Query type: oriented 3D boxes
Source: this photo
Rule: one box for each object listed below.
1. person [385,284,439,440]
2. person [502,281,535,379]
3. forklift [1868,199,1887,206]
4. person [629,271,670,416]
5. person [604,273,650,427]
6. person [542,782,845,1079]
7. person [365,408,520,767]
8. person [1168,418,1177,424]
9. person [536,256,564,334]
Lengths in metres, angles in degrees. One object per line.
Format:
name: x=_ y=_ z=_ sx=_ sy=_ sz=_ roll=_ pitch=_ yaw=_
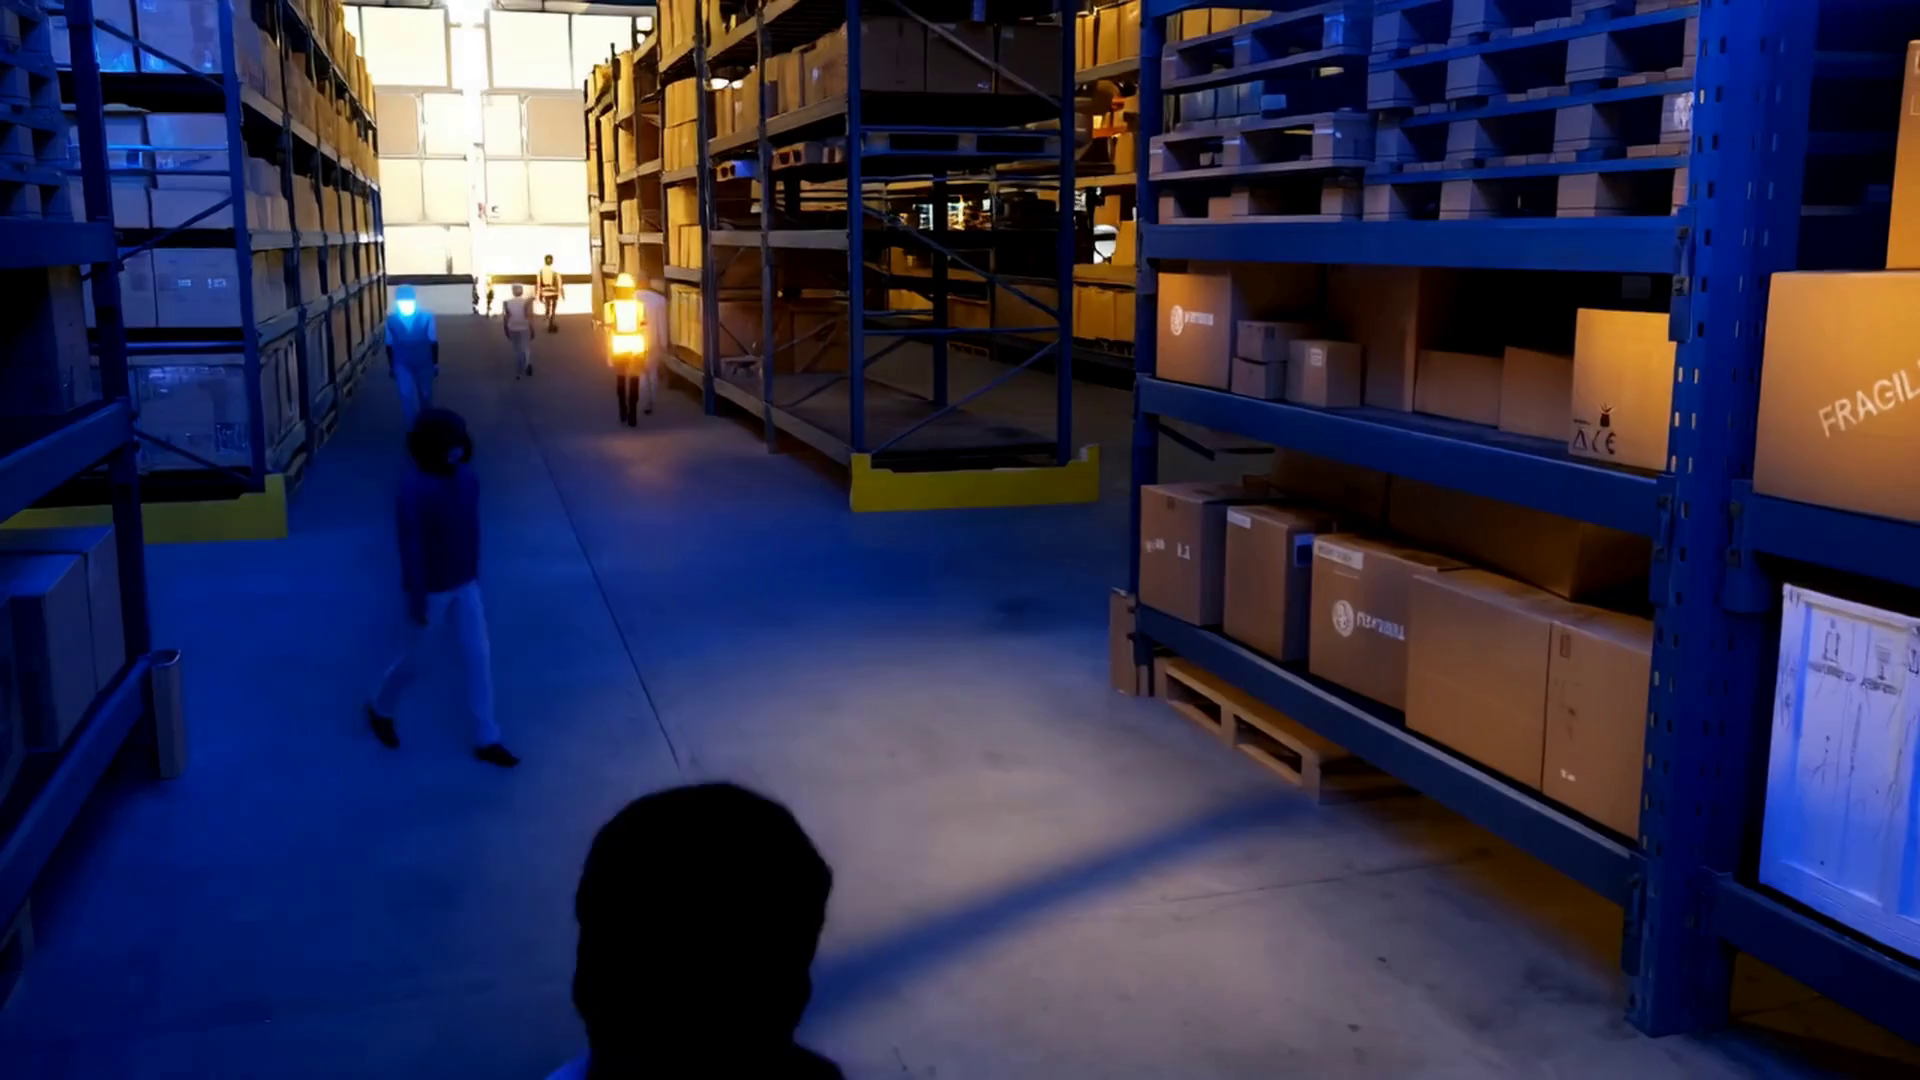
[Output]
person: x=-6.410 y=-2.094 z=19.483 sx=0.599 sy=1.813 sz=0.668 roll=-3 pitch=11 yaw=-16
person: x=-7.318 y=-3.481 z=27.609 sx=0.510 sy=1.624 sz=0.375 roll=-3 pitch=11 yaw=-18
forklift: x=11.338 y=-2.915 z=21.052 sx=1.129 sy=2.768 sz=1.873 roll=-3 pitch=11 yaw=-17
person: x=-4.215 y=-2.619 z=22.130 sx=0.660 sy=1.889 sz=0.990 roll=-3 pitch=11 yaw=-16
person: x=-4.161 y=-2.384 z=20.845 sx=0.550 sy=1.886 sz=0.977 roll=-2 pitch=10 yaw=-9
person: x=-0.258 y=1.145 z=1.488 sx=0.656 sy=1.907 sz=0.606 roll=8 pitch=13 yaw=36
person: x=-2.349 y=0.205 z=7.436 sx=0.748 sy=1.610 sz=0.502 roll=6 pitch=12 yaw=30
person: x=2.609 y=-2.305 z=21.172 sx=0.507 sy=1.612 sz=0.591 roll=-2 pitch=11 yaw=-11
person: x=-9.955 y=-5.953 z=40.421 sx=0.637 sy=1.896 sz=1.017 roll=1 pitch=10 yaw=5
